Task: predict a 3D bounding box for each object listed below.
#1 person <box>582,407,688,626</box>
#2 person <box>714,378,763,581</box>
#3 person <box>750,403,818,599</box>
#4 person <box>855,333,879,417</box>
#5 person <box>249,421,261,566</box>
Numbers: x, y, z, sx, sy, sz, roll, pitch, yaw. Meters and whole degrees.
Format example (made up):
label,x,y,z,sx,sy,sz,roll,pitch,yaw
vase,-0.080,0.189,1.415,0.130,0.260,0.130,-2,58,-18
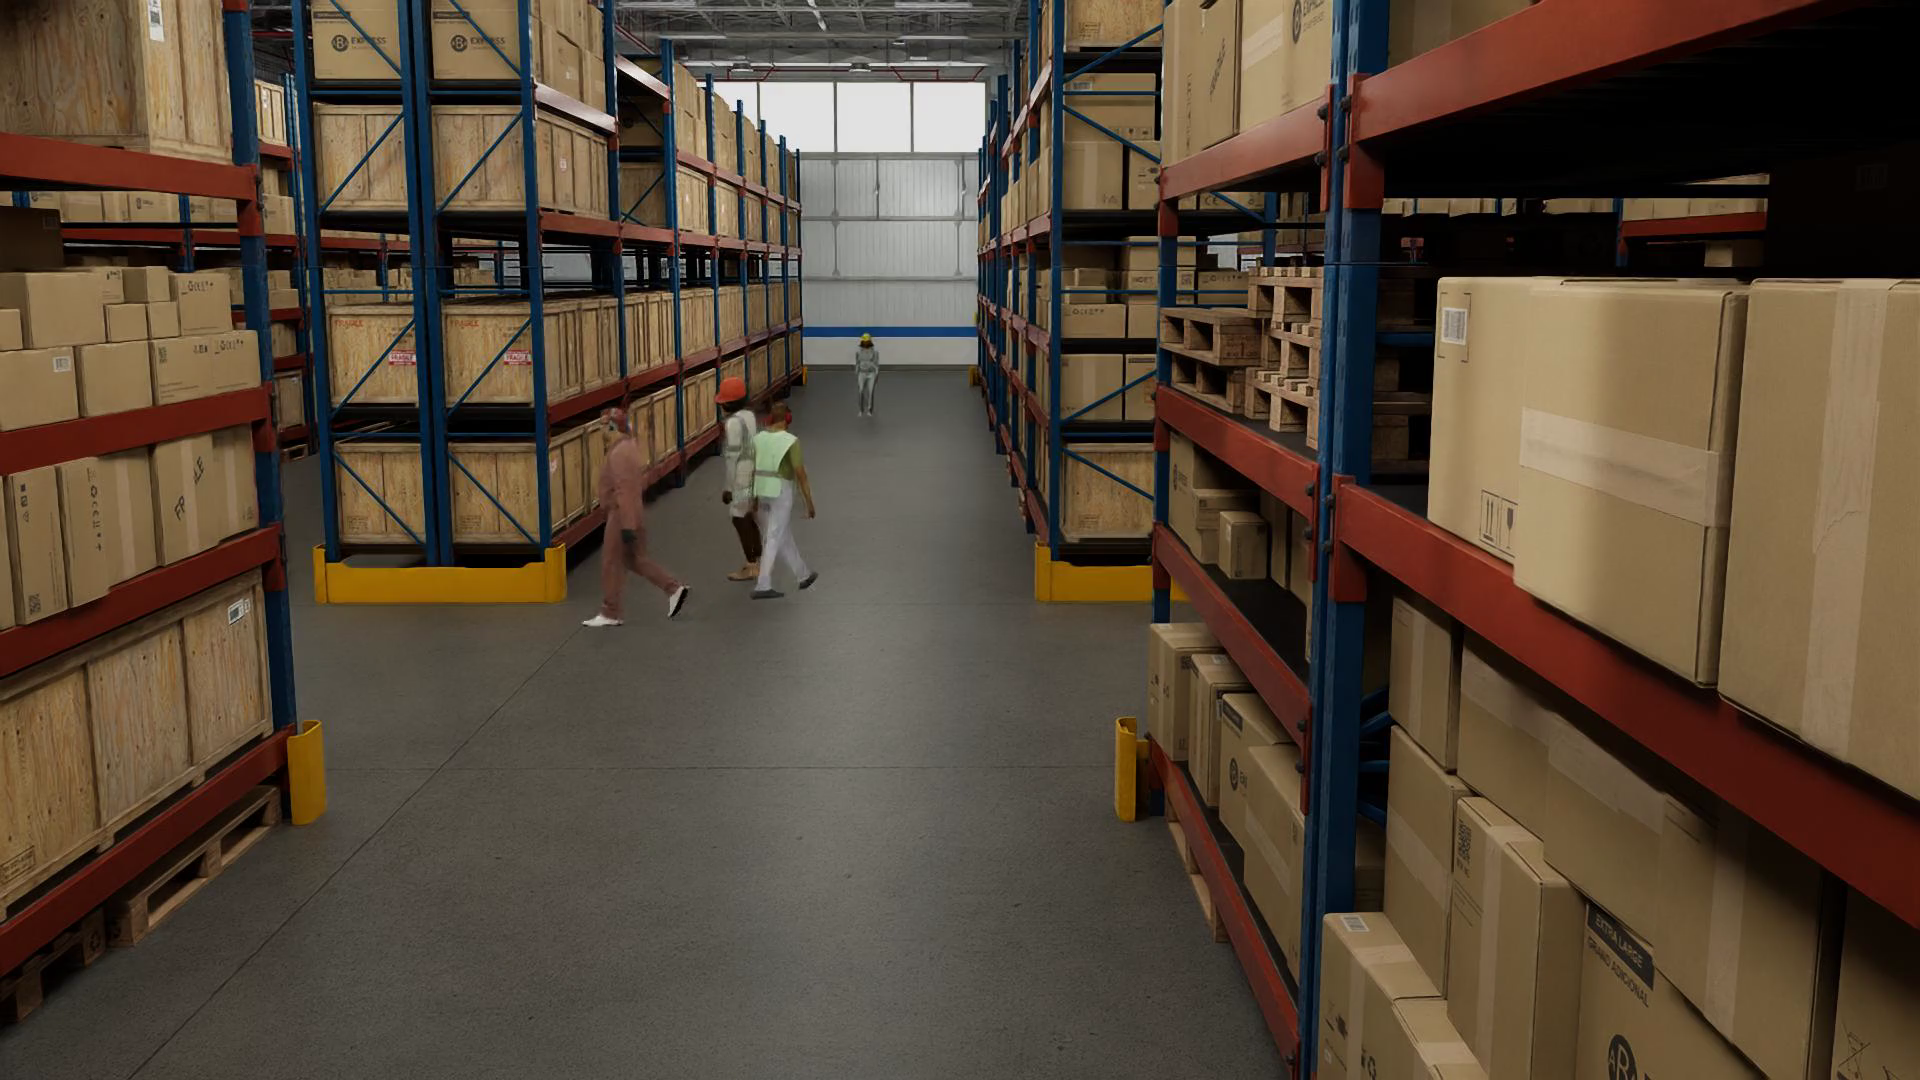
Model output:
label,x,y,z,sx,sy,sz,roll,pitch,yaw
person,-2.784,-0.198,14.160,0.819,1.881,0.656,-1,9,-5
person,-2.137,-0.586,16.178,0.388,2.004,0.725,2,9,10
person,-1.609,-0.376,15.484,0.919,1.783,0.638,-9,13,-44
person,-1.903,-3.354,33.986,0.494,1.717,0.744,0,9,1
person,-6.741,-0.424,15.500,0.662,1.878,0.745,-1,9,-5
